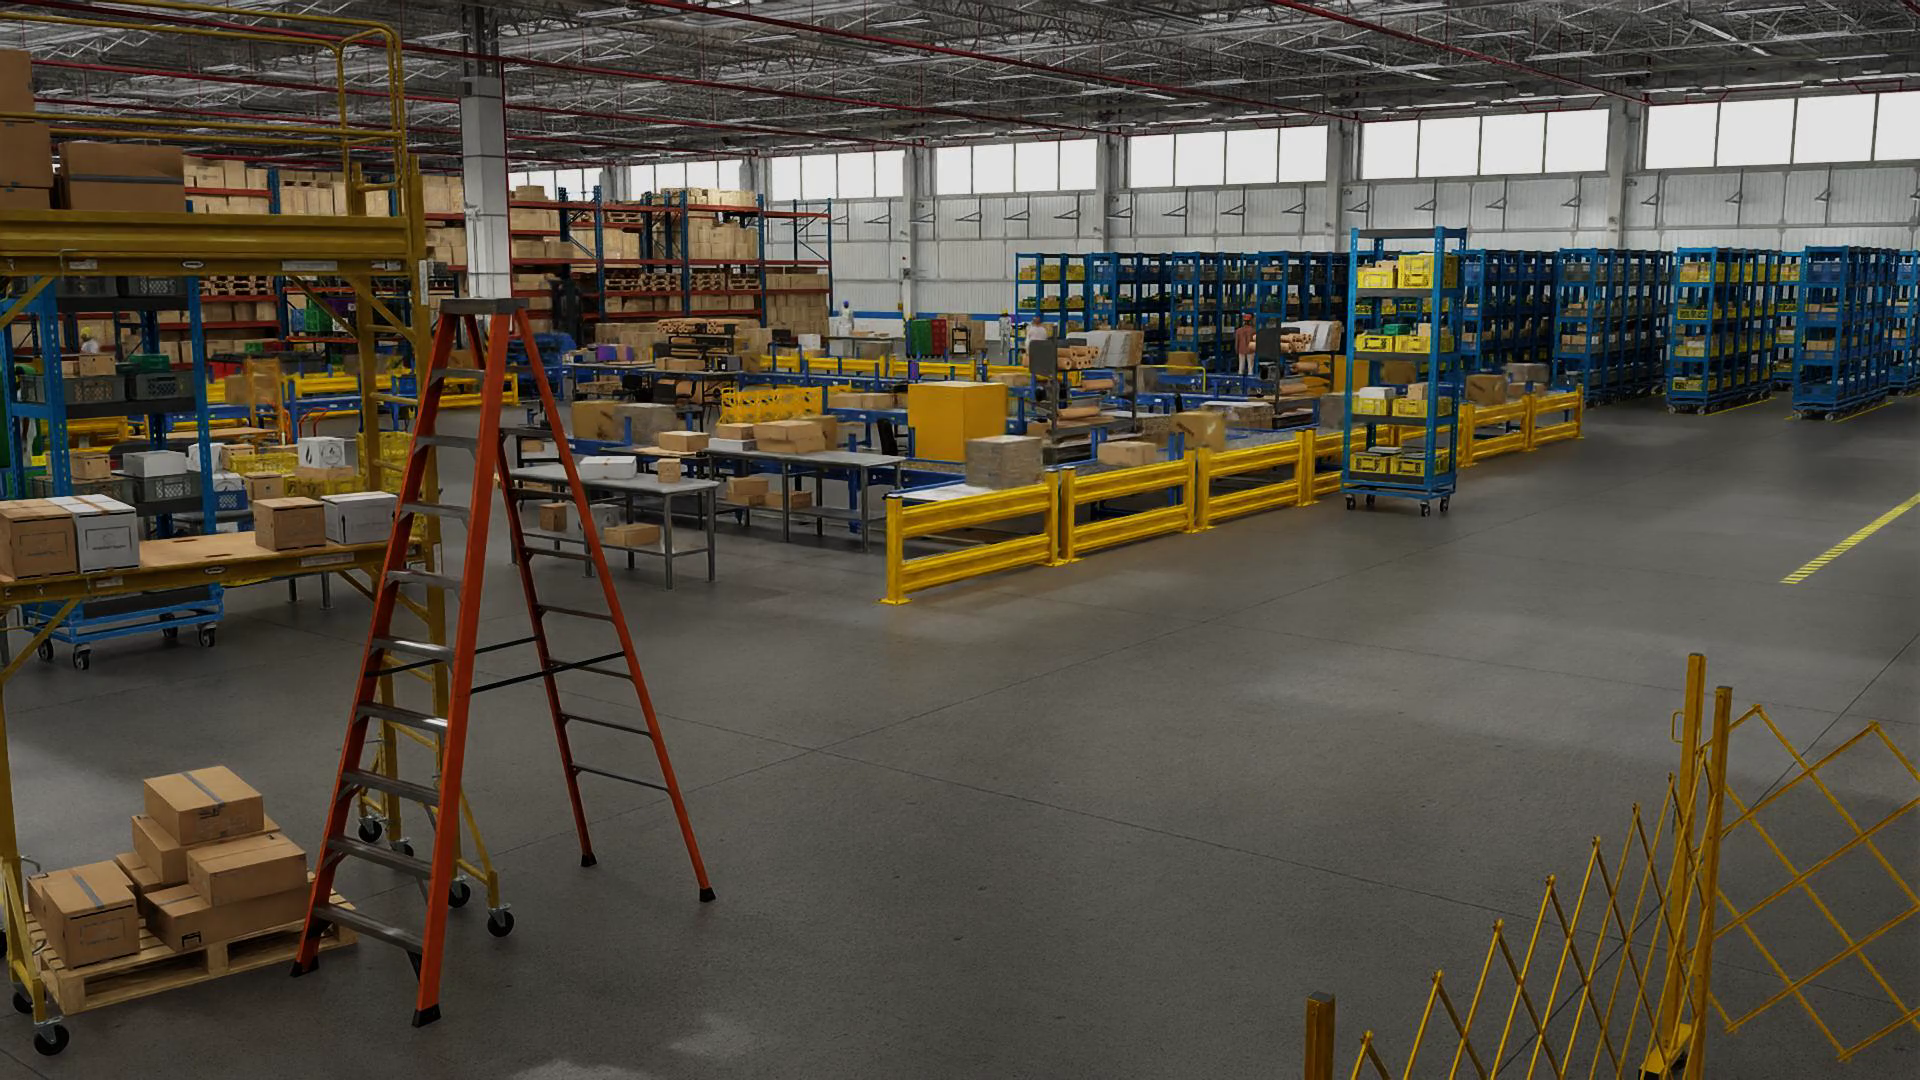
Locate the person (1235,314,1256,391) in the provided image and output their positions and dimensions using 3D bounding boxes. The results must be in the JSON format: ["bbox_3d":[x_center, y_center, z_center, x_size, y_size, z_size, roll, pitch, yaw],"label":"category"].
[{"bbox_3d":[7.440,-4.859,43.115,0.612,1.995,0.376,4,10,22],"label":"person"}]

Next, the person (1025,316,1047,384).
[{"bbox_3d":[2.013,-5.072,44.761,0.665,1.888,0.433,-5,11,-31],"label":"person"}]

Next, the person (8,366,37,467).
[{"bbox_3d":[-12.003,-1.303,21.309,0.310,1.868,0.533,-5,10,-26],"label":"person"}]

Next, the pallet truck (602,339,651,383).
[{"bbox_3d":[-8.991,-4.871,45.351,0.653,1.274,1.630,7,11,37],"label":"pallet truck"}]

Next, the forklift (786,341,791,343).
[{"bbox_3d":[-7.606,-10.052,72.767,1.873,2.768,1.129,7,11,37],"label":"forklift"}]

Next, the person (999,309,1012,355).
[{"bbox_3d":[1.679,-7.717,61.765,0.480,1.733,0.333,1,9,7],"label":"person"}]

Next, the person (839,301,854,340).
[{"bbox_3d":[-4.539,-8.665,67.086,0.645,1.917,0.815,1,9,9],"label":"person"}]

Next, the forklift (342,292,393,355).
[{"bbox_3d":[-16.485,-5.622,45.120,1.129,2.768,1.873,7,11,37],"label":"forklift"}]

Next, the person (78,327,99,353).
[{"bbox_3d":[-20.080,-4.025,38.492,0.588,1.809,0.815,6,11,35],"label":"person"}]

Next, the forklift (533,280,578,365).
[{"bbox_3d":[-12.935,-7.095,54.313,1.129,2.768,1.873,7,11,37],"label":"forklift"}]

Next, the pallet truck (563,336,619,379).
[{"bbox_3d":[-10.690,-5.294,48.215,1.601,1.201,0.680,-5,10,-26],"label":"pallet truck"}]

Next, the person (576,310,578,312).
[{"bbox_3d":[-16.499,-9.367,71.597,0.732,1.877,0.673,-5,10,-27],"label":"person"}]
